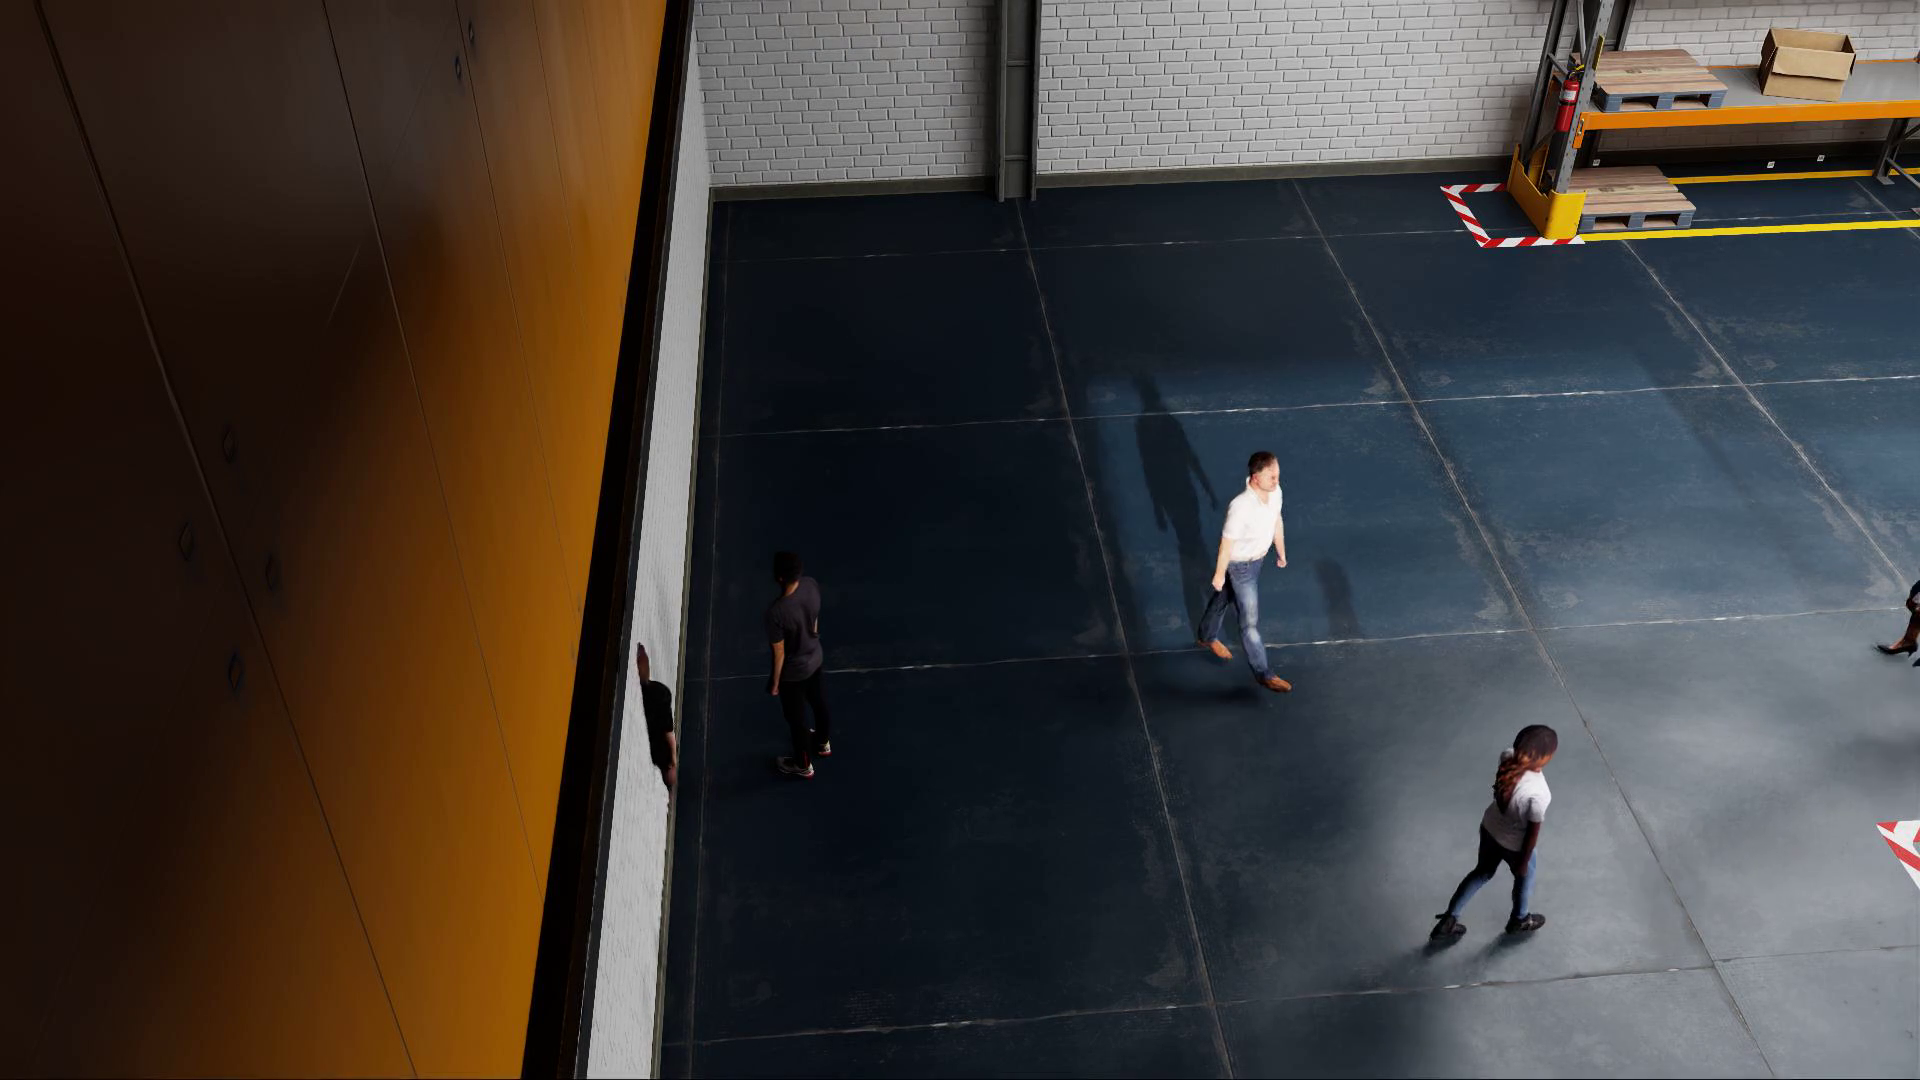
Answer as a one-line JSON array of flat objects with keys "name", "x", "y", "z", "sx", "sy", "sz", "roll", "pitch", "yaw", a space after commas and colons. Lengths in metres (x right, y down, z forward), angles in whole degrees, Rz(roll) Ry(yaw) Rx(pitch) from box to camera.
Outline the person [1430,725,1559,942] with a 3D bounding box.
[{"name": "person", "x": 3.059, "y": 1.709, "z": 9.474, "sx": 1.030, "sy": 1.697, "sz": 0.763, "roll": -13, "pitch": 40, "yaw": -15}]

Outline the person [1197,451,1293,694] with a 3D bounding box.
[{"name": "person", "x": 1.860, "y": 0.103, "z": 11.385, "sx": 1.168, "sy": 1.822, "sz": 1.140, "roll": 31, "pitch": 48, "yaw": 33}]

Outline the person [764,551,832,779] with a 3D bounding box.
[{"name": "person", "x": -1.034, "y": 0.785, "z": 10.578, "sx": 0.738, "sy": 1.763, "sz": 0.714, "roll": 21, "pitch": 43, "yaw": 24}]

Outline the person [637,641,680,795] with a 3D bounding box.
[{"name": "person", "x": -1.905, "y": 1.348, "z": 9.957, "sx": 1.024, "sy": 1.658, "sz": 0.662, "roll": -3, "pitch": 39, "yaw": -3}]
